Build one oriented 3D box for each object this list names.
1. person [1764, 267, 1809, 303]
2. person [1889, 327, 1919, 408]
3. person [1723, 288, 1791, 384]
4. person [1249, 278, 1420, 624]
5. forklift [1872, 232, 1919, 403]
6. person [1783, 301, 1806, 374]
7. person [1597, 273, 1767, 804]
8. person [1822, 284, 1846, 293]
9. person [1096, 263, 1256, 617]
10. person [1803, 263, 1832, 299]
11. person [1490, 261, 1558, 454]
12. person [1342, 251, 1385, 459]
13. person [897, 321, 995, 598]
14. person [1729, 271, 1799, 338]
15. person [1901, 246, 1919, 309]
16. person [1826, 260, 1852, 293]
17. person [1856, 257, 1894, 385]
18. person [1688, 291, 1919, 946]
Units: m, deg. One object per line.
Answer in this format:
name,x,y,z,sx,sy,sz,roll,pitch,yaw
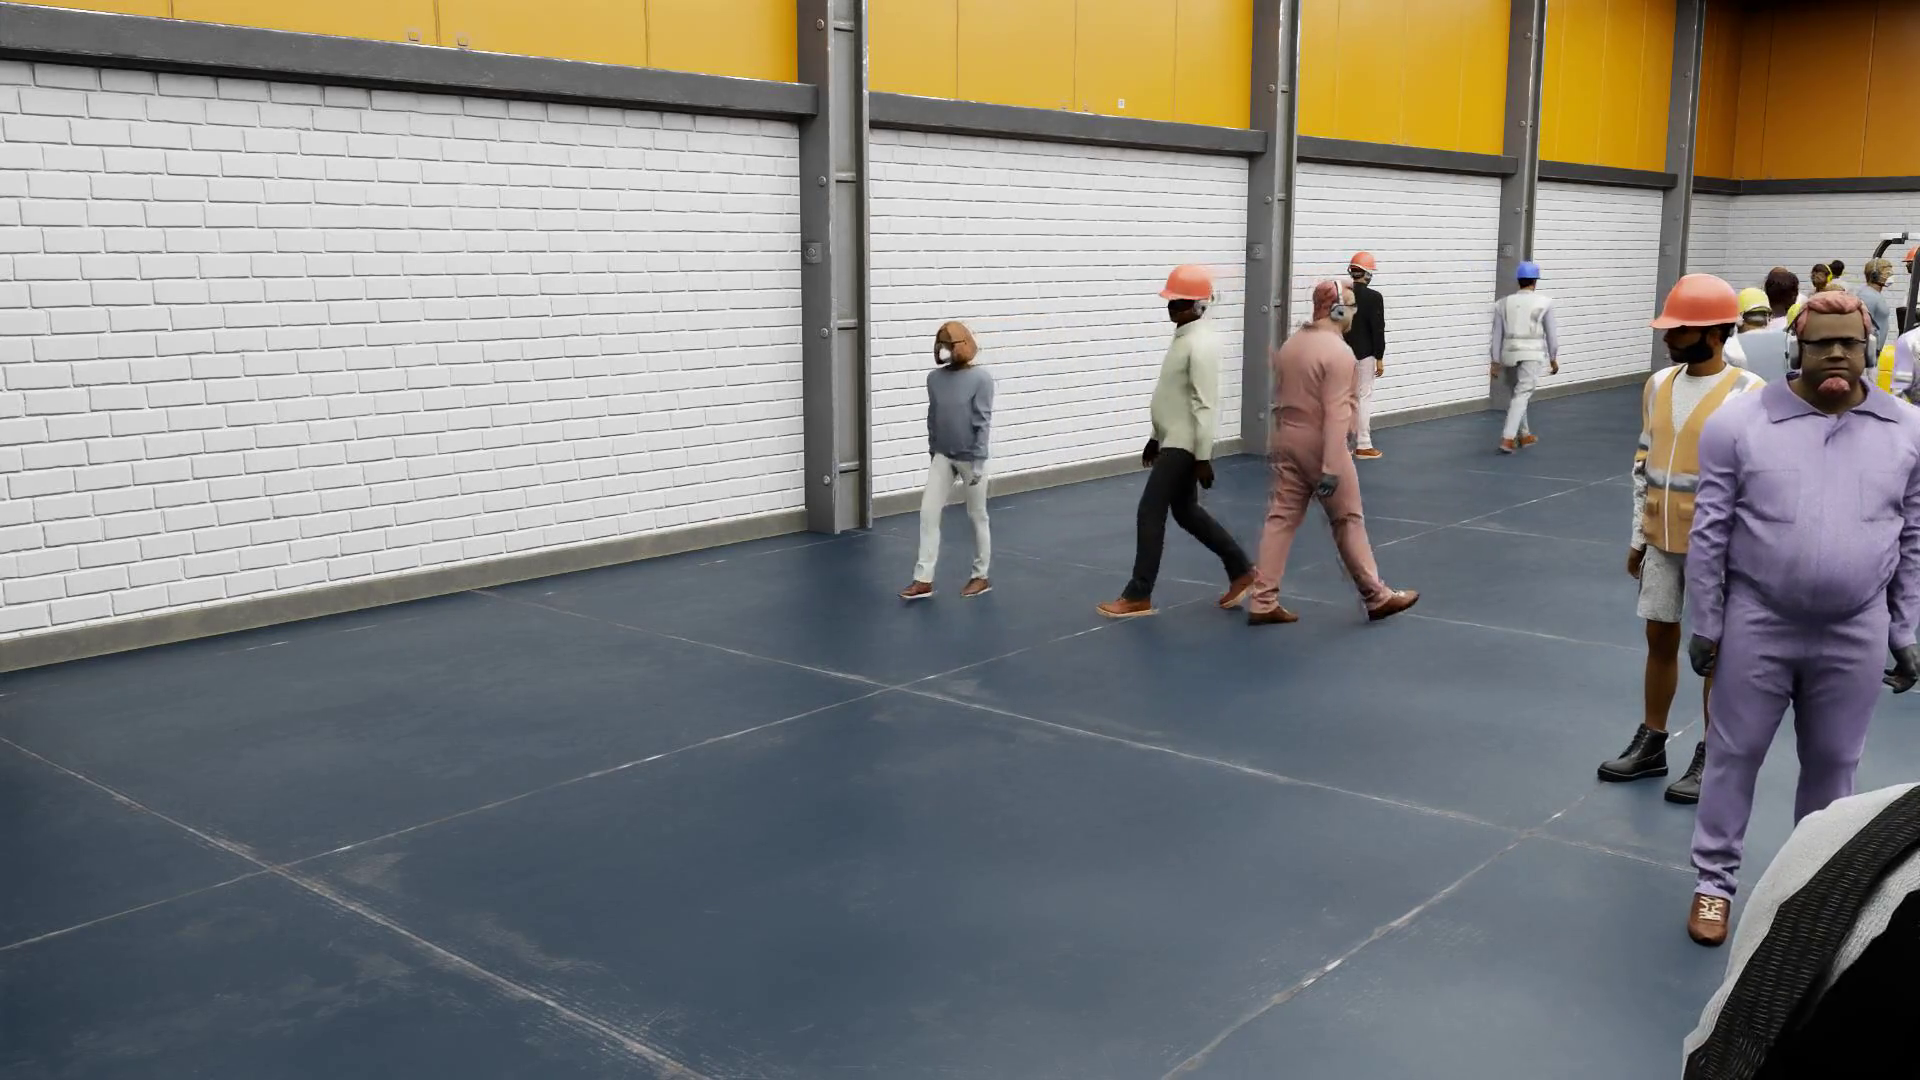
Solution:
person,8.563,-1.947,17.504,0.618,1.836,0.431,7,12,35
person,5.721,-0.599,9.681,0.599,1.878,0.815,6,12,32
person,5.124,-0.744,10.820,0.599,1.768,0.973,-1,10,-4
person,1.998,-0.464,8.948,0.984,1.853,0.665,-4,11,-20
forklift,9.955,-1.972,16.595,2.313,2.155,1.214,1,10,8
person,5.279,-0.607,10.231,0.343,1.704,0.627,-6,11,-30
person,2.677,0.000,6.107,0.375,1.934,0.547,-5,11,-26
person,9.800,-2.065,18.742,0.531,1.618,0.397,-6,12,-33
person,1.254,-0.542,9.159,0.931,1.947,0.616,0,10,1
person,9.902,-2.272,19.272,0.372,1.852,0.576,-5,11,-28
person,5.608,-1.814,16.570,0.601,1.901,1.018,9,14,43
person,3.849,-1.782,16.086,0.395,1.990,0.625,-8,13,-40
person,-0.063,-0.436,9.532,0.502,1.607,0.724,7,12,34
person,5.297,-0.834,10.999,0.877,1.884,0.586,-4,11,-23
person,11.939,-2.646,20.860,0.373,2.043,0.615,5,11,28
person,12.844,-3.199,24.555,0.550,1.851,0.433,1,10,4
person,8.535,-1.679,15.653,0.370,1.940,0.627,6,12,31
person,2.430,0.247,4.778,0.642,1.909,0.399,2,10,14
